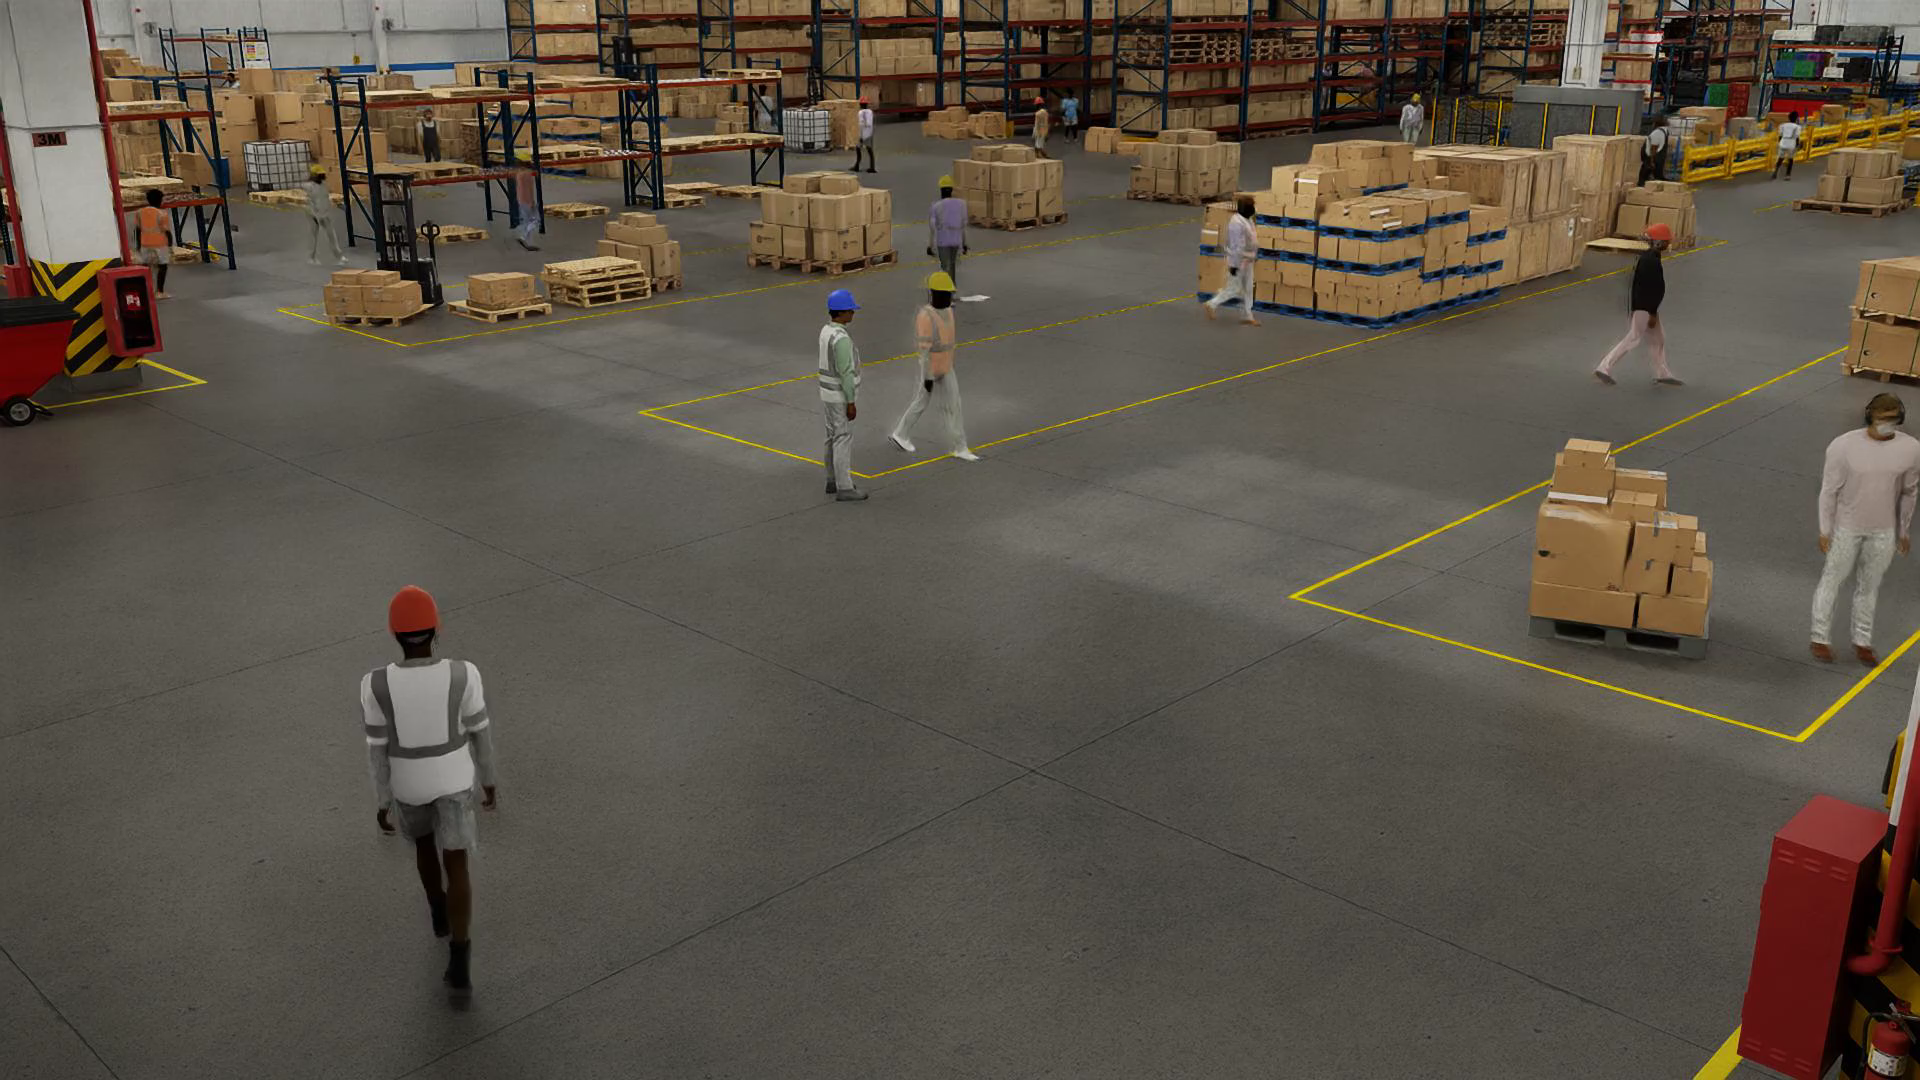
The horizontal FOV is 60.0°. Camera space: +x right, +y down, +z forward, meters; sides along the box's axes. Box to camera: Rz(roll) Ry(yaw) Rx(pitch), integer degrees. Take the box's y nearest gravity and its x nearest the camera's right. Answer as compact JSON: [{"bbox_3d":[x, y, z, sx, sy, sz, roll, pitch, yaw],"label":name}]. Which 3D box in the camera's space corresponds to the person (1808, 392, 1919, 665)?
[{"bbox_3d":[6.246,-0.082,11.506,0.633,1.939,0.368,3,19,8],"label":"person"}]

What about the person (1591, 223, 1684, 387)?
[{"bbox_3d":[8.045,-2.750,19.542,1.048,1.945,0.626,5,19,16],"label":"person"}]

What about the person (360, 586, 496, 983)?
[{"bbox_3d":[-2.492,1.148,7.864,0.555,1.904,0.956,-5,19,-14],"label":"person"}]

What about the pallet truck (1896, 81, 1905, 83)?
[{"bbox_3d":[34.802,-16.331,61.455,0.653,1.274,1.630,17,25,41],"label":"pallet truck"}]

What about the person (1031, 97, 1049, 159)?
[{"bbox_3d":[2.073,-10.345,42.530,0.867,1.918,0.559,9,20,25],"label":"person"}]

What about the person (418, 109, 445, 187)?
[{"bbox_3d":[-12.528,-9.286,39.422,0.505,1.810,0.838,-9,20,-24],"label":"person"}]

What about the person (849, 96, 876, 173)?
[{"bbox_3d":[-2.493,-10.366,42.536,0.854,1.900,0.569,13,22,34],"label":"person"}]

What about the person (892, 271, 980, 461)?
[{"bbox_3d":[-0.269,-1.753,16.624,0.980,1.889,0.596,12,22,32],"label":"person"}]

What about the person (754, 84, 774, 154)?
[{"bbox_3d":[-5.639,-11.955,47.272,0.730,1.942,0.610,14,23,35],"label":"person"}]

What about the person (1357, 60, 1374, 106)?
[{"bbox_3d":[15.879,-17.782,64.967,0.633,1.864,1.005,-5,19,-15],"label":"person"}]

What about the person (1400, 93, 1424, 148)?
[{"bbox_3d":[12.320,-11.260,45.375,0.627,1.809,0.431,1,18,4],"label":"person"}]

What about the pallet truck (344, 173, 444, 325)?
[{"bbox_3d":[-8.209,-4.181,23.757,0.823,1.965,1.885,3,19,9],"label":"pallet truck"}]

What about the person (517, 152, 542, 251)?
[{"bbox_3d":[-7.719,-6.031,29.696,0.381,1.754,0.543,-13,22,-34],"label":"person"}]

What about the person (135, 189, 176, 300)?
[{"bbox_3d":[-12.182,-4.452,25.100,0.665,1.657,0.349,1,18,4],"label":"person"}]

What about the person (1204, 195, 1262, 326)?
[{"bbox_3d":[3.850,-3.884,23.150,0.721,1.824,0.632,9,20,25],"label":"person"}]

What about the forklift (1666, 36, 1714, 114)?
[{"bbox_3d":[27.341,-17.291,61.877,1.129,2.768,1.873,17,25,41],"label":"forklift"}]

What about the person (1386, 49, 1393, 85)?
[{"bbox_3d":[19.483,-21.524,76.152,0.880,1.901,0.580,-15,23,-37],"label":"person"}]

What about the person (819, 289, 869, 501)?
[{"bbox_3d":[-1.090,-1.327,15.238,0.391,1.948,0.605,-7,20,-21],"label":"person"}]

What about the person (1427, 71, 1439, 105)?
[{"bbox_3d":[17.169,-16.130,60.243,0.430,1.673,0.540,15,23,38],"label":"person"}]

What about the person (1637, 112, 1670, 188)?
[{"bbox_3d":[15.163,-8.316,36.149,0.690,2.000,0.984,-17,25,-42],"label":"person"}]

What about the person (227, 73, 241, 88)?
[{"bbox_3d":[-23.566,-14.207,54.087,0.587,1.920,0.392,9,20,25],"label":"person"}]

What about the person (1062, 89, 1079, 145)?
[{"bbox_3d":[3.344,-12.806,50.294,0.535,1.647,0.872,-3,19,-9],"label":"person"}]

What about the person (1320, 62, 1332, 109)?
[{"bbox_3d":[13.548,-16.695,61.558,0.635,1.934,0.352,-11,21,-30],"label":"person"}]

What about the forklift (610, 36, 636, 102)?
[{"bbox_3d":[-12.563,-17.351,62.059,1.129,2.768,1.873,17,25,41],"label":"forklift"}]

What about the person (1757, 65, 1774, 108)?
[{"bbox_3d":[31.742,-17.851,65.514,0.505,1.633,0.279,12,22,32],"label":"person"}]

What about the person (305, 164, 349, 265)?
[{"bbox_3d":[-10.807,-5.495,28.187,0.904,1.701,0.503,13,22,34],"label":"person"}]

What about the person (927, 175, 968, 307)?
[{"bbox_3d":[-0.228,-4.436,24.654,0.613,1.907,0.650,-9,21,-26],"label":"person"}]

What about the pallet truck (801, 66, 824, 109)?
[{"bbox_3d":[-4.812,-15.182,56.903,0.823,1.965,1.885,-9,21,-26],"label":"pallet truck"}]

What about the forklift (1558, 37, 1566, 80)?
[{"bbox_3d":[22.476,-17.014,61.041,1.873,2.768,1.129,-16,24,-40],"label":"forklift"}]

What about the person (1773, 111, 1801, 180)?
[{"bbox_3d":[20.253,-9.642,40.705,0.547,1.680,0.548,-17,25,-41],"label":"person"}]
